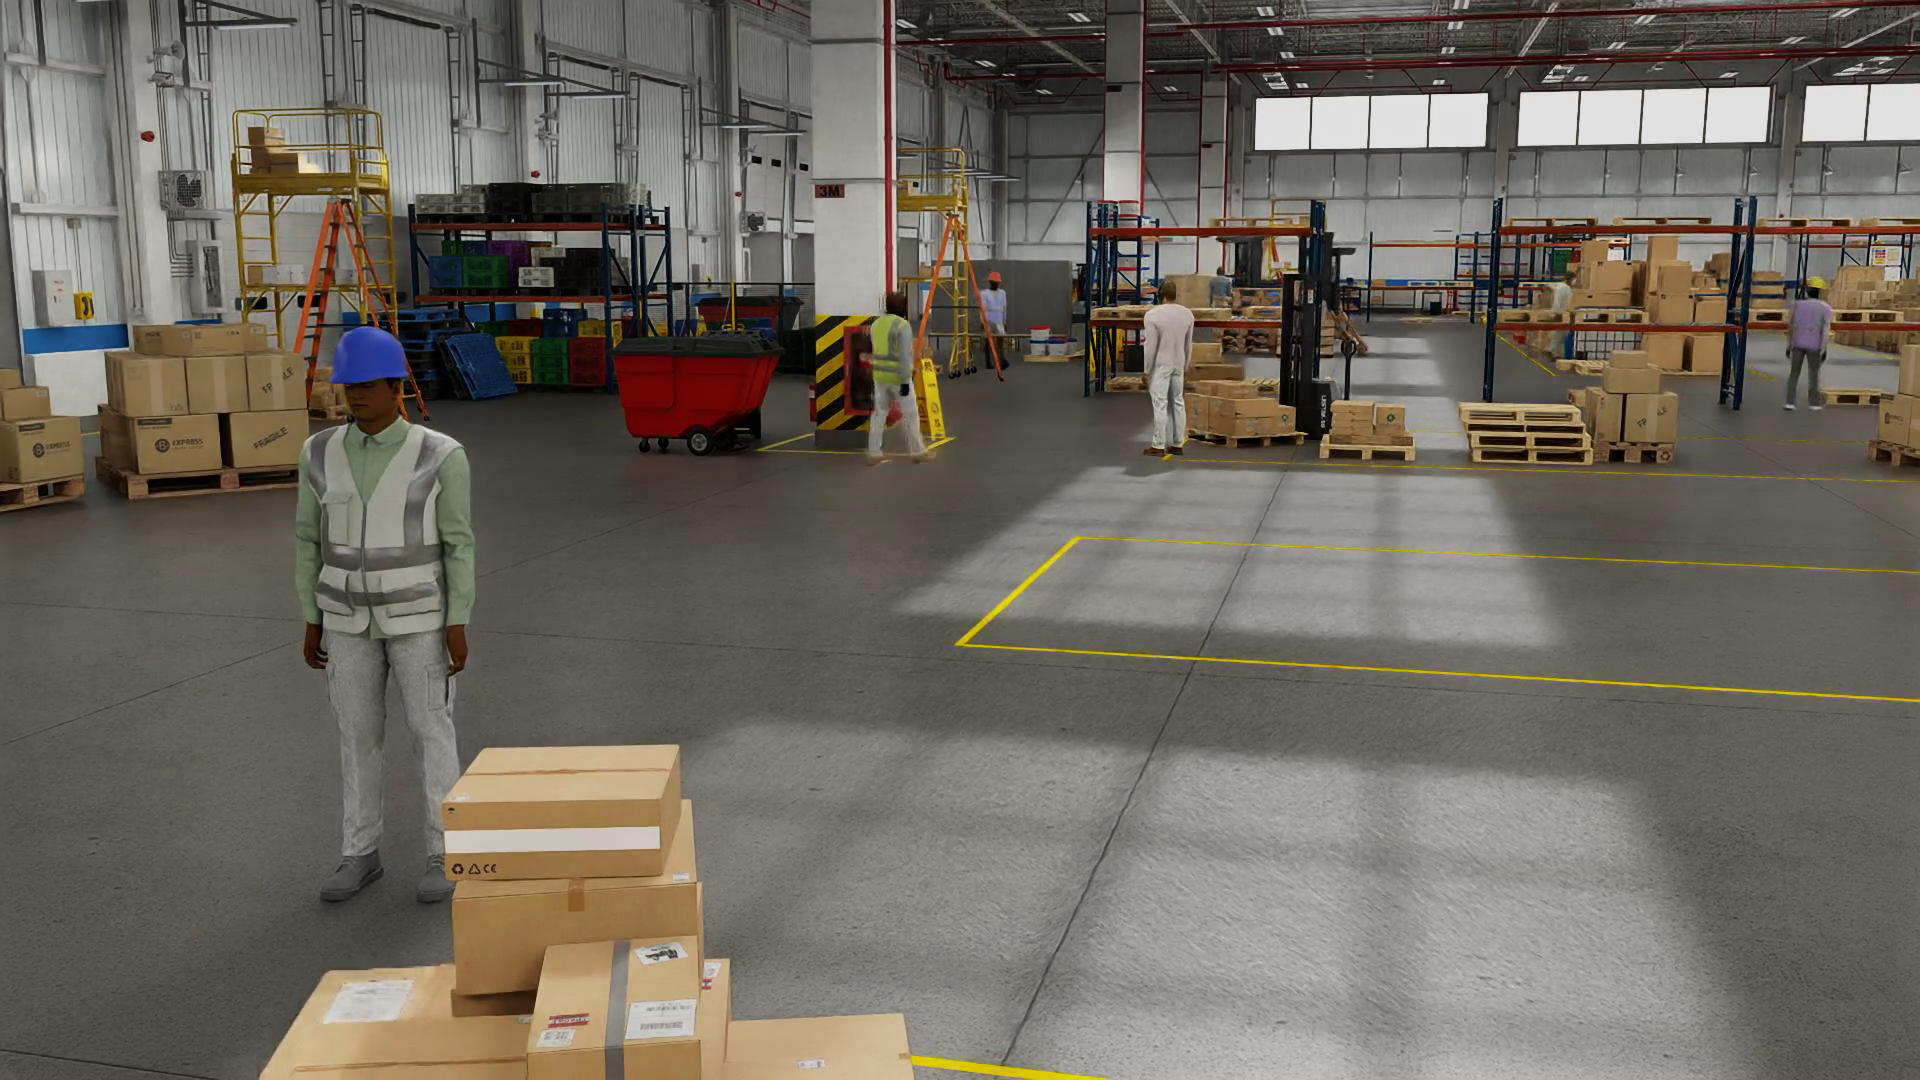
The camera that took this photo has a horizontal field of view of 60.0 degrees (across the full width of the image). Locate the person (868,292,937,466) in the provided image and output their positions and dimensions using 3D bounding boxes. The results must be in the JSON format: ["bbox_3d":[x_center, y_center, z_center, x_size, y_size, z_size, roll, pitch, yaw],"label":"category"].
[{"bbox_3d":[-0.625,-1.690,17.507,0.873,1.801,0.652,-8,13,-40],"label":"person"}]

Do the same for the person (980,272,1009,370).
[{"bbox_3d":[0.680,-4.231,32.213,0.574,1.888,0.962,-3,10,-18],"label":"person"}]

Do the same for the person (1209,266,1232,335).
[{"bbox_3d":[7.171,-6.564,45.840,0.627,1.933,0.371,3,10,16],"label":"person"}]

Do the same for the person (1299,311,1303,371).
[{"bbox_3d":[6.728,-4.097,31.909,0.484,1.735,0.344,-9,13,-41],"label":"person"}]

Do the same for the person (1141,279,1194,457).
[{"bbox_3d":[2.261,-1.878,18.229,0.629,1.940,0.372,-5,11,-29],"label":"person"}]

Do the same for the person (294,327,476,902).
[{"bbox_3d":[-1.940,0.258,5.625,0.605,1.948,0.391,0,10,3],"label":"person"}]

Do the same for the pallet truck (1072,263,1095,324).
[{"bbox_3d":[4.325,-8.180,55.162,0.823,1.965,1.885,6,11,31],"label":"pallet truck"}]

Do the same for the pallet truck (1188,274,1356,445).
[{"bbox_3d":[3.653,-2.138,19.590,1.885,1.965,0.823,-4,10,-20],"label":"pallet truck"}]

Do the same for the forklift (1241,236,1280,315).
[{"bbox_3d":[8.937,-7.892,50.871,1.873,2.768,1.129,-2,10,-12],"label":"forklift"}]

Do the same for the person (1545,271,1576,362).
[{"bbox_3d":[12.514,-4.634,34.560,0.429,1.900,0.714,6,11,33],"label":"person"}]

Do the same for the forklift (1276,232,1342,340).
[{"bbox_3d":[9.151,-6.565,43.059,1.873,2.768,1.129,-8,13,-40],"label":"forklift"}]

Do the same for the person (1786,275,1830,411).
[{"bbox_3d":[12.099,-2.803,23.734,0.383,1.927,0.590,-9,13,-43],"label":"person"}]
